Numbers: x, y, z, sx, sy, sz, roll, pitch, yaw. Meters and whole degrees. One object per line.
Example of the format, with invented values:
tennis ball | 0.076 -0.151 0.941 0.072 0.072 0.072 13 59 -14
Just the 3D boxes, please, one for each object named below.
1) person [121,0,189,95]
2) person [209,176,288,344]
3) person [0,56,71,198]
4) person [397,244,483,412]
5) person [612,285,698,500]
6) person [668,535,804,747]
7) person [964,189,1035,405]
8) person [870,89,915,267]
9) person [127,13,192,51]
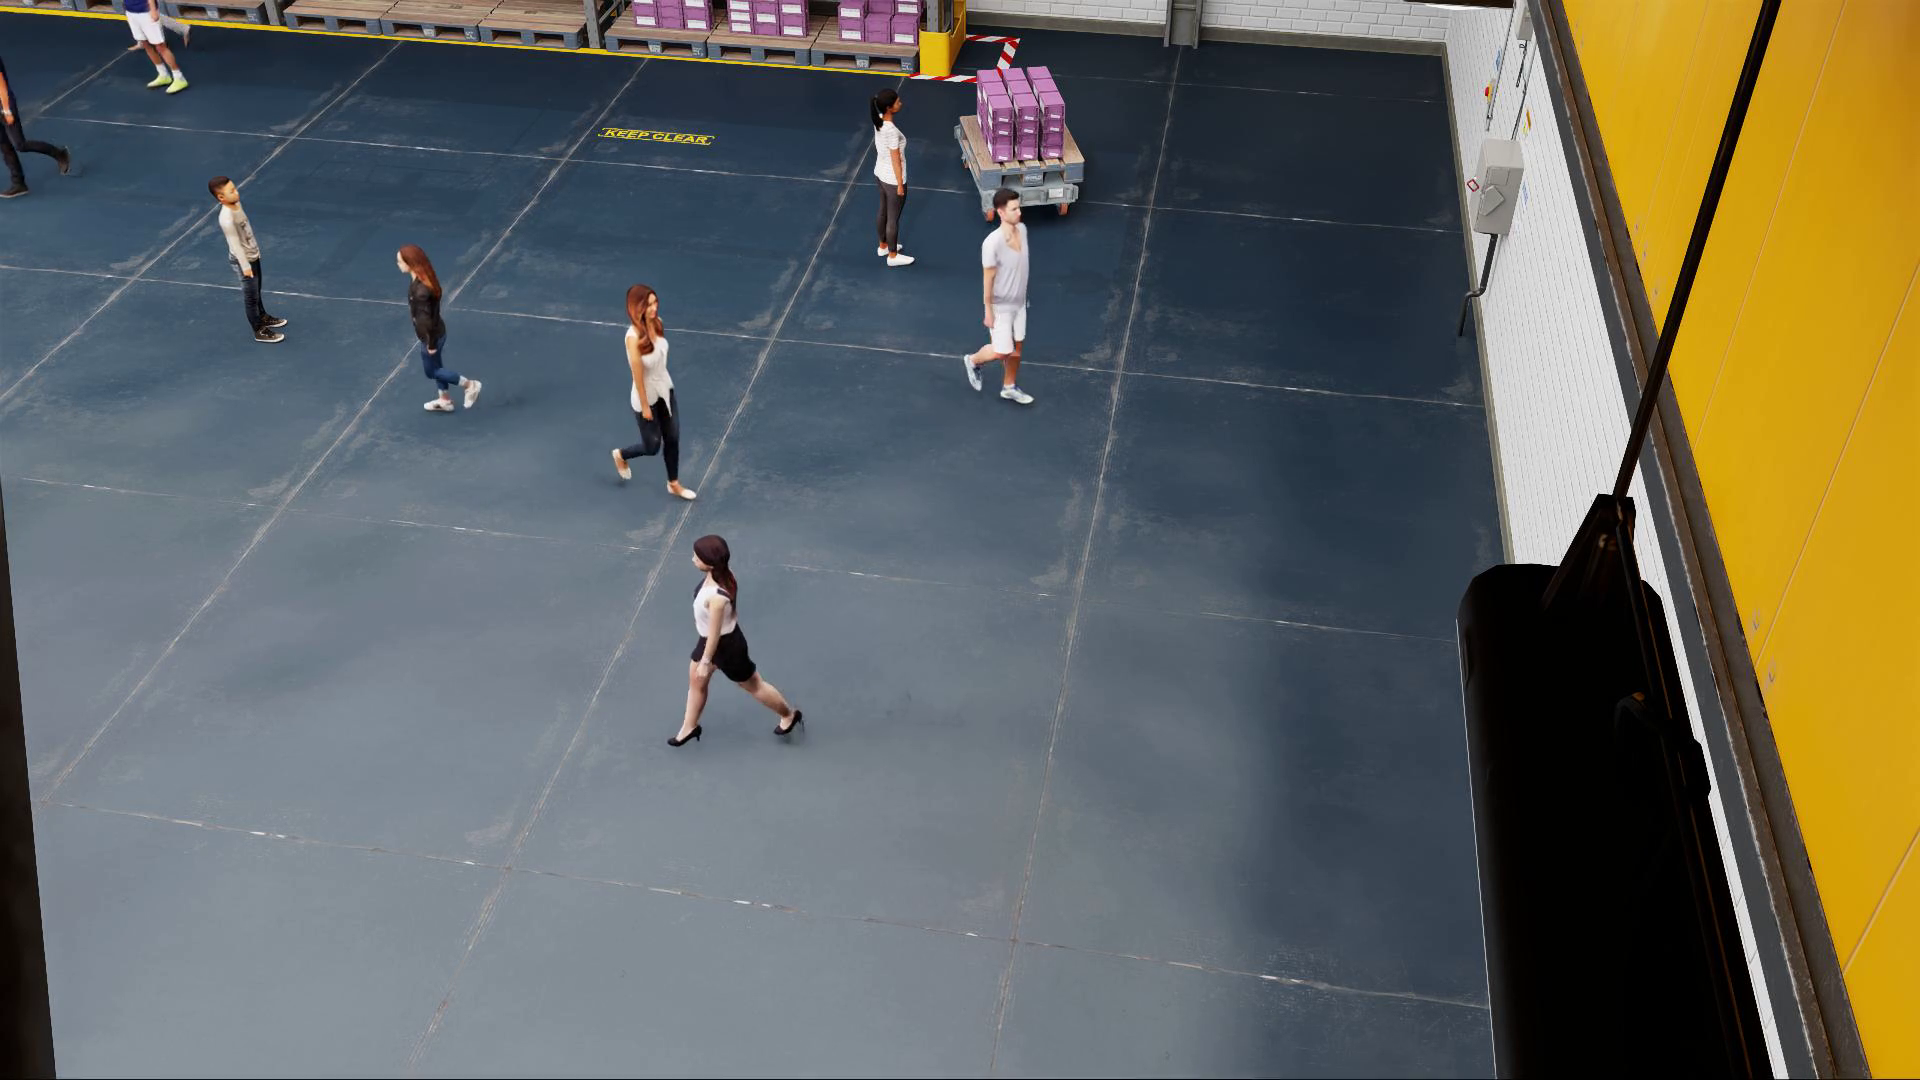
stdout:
person | -8.771 -5.716 17.855 0.609 1.825 0.752 15 41 18
person | -6.004 -2.371 13.956 0.607 1.464 0.619 -7 39 -8
person | -9.136 -4.191 15.983 1.025 1.778 0.949 24 44 27
person | -4.077 -1.641 13.039 0.818 1.468 0.730 -12 40 -14
person | -2.306 -1.058 12.069 0.978 1.767 0.753 17 42 21
person | -1.337 0.660 10.050 1.139 1.603 0.855 -9 39 -11
person | 0.288 -1.916 13.079 1.008 1.848 0.908 26 46 29
person | -0.631 -3.264 14.927 0.688 1.647 0.656 -15 41 -18
person | -9.200 -6.321 18.707 1.114 1.708 0.891 -7 39 -9
